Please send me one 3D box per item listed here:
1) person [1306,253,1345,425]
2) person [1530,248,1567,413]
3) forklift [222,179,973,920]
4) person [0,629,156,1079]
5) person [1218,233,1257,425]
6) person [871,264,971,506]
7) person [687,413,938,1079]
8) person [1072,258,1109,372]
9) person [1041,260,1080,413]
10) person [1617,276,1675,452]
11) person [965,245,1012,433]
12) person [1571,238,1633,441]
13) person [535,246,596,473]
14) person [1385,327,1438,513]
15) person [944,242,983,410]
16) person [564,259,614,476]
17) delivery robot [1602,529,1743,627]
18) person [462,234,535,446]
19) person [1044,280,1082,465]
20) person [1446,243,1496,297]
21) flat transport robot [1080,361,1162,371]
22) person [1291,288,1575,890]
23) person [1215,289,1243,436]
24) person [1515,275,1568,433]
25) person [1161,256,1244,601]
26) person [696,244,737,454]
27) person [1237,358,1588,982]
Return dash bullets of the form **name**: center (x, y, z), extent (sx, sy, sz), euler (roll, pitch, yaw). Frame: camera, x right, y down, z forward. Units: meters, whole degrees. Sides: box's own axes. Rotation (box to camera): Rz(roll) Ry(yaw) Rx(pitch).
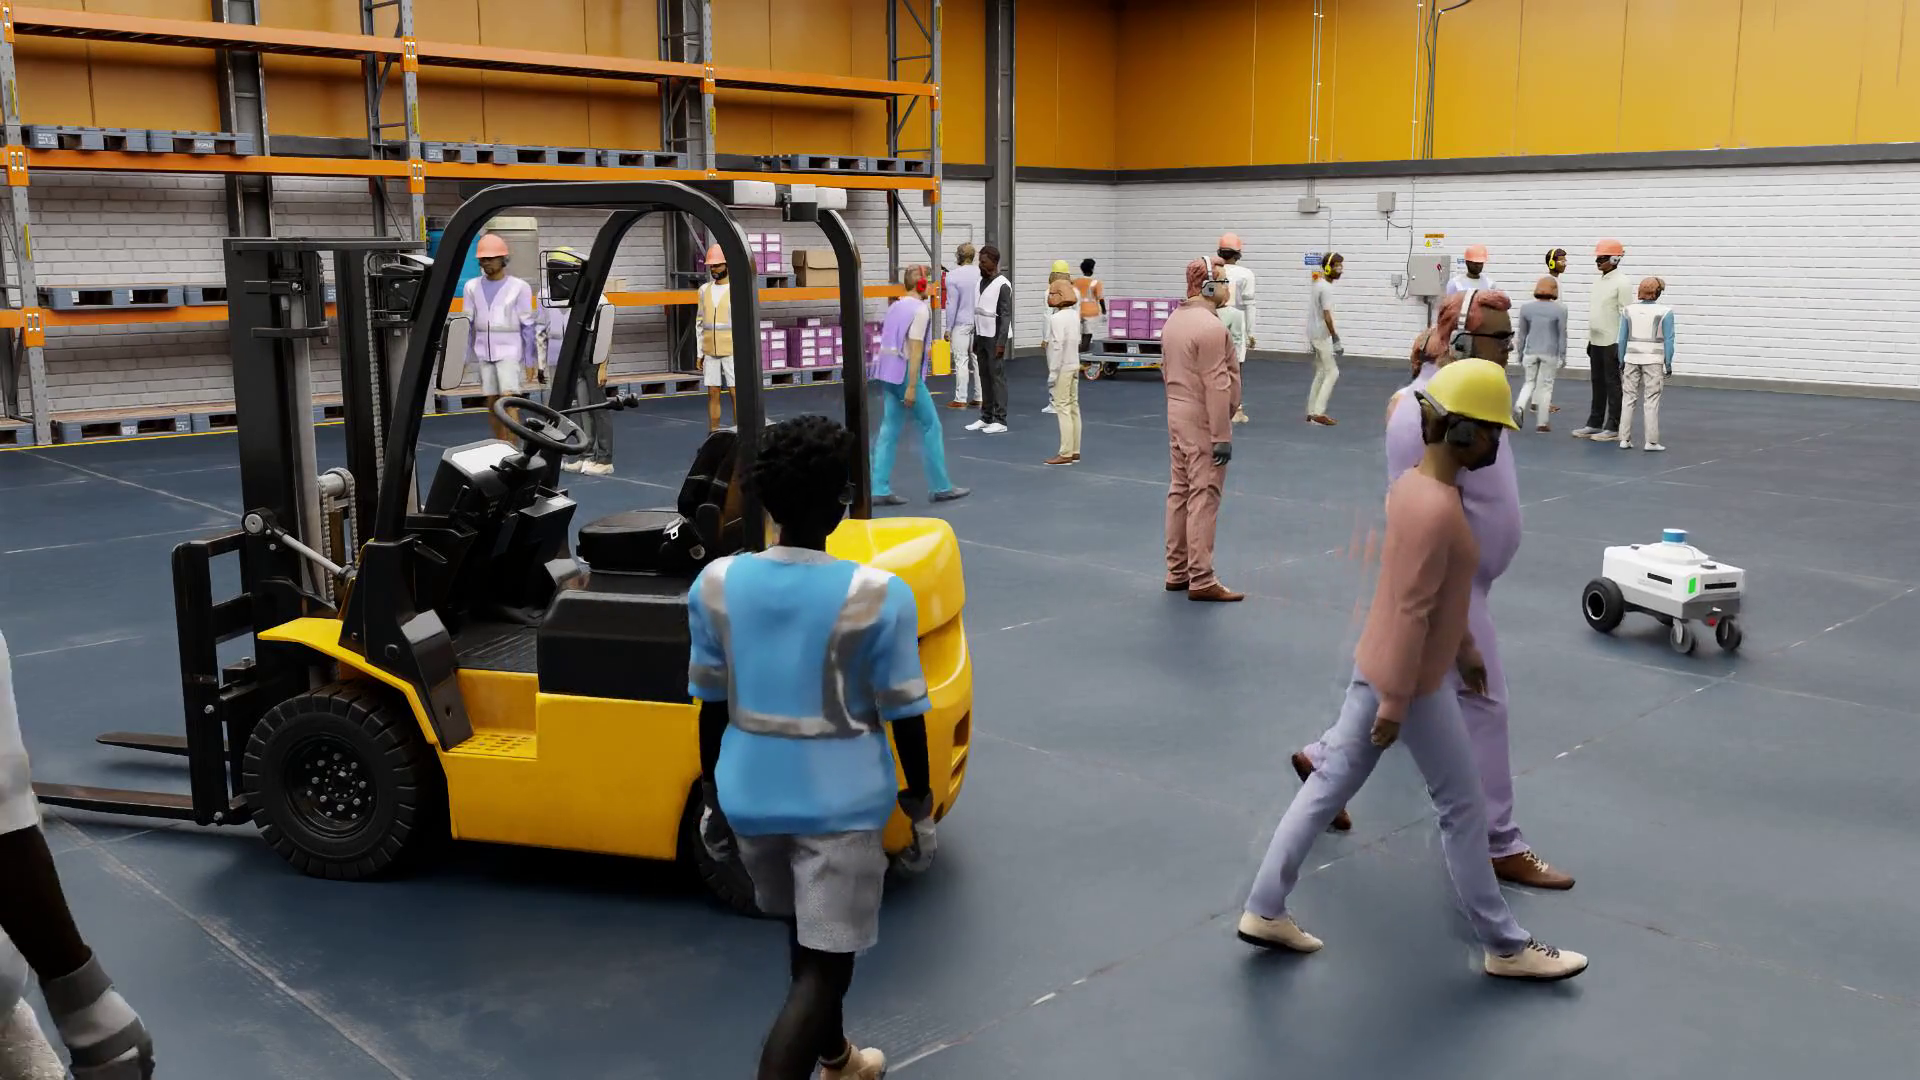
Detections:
- **person**: center (3.888, -2.129, 17.721), extent (0.400, 1.839, 0.529), euler (2, 11, 11)
- **person**: center (6.782, -2.403, 19.110), extent (0.335, 1.873, 0.521), euler (7, 12, 33)
- **forklift**: center (-1.114, -0.058, 5.440), extent (2.313, 2.155, 1.214), euler (2, 11, 13)
- **person**: center (-1.588, 0.637, 2.432), extent (0.616, 1.921, 1.023), euler (9, 14, 41)
- **person**: center (2.884, -2.257, 17.856), extent (0.623, 2.040, 0.393), euler (5, 12, 27)
- **person**: center (-0.316, -1.158, 12.503), extent (0.903, 1.796, 0.584), euler (-6, 12, -30)
- **person**: center (-0.336, 0.565, 3.501), extent (0.538, 1.662, 0.845), euler (5, 11, 24)
- **person**: center (1.974, -3.355, 24.856), extent (0.544, 1.675, 0.696), euler (9, 14, 42)
- **person**: center (1.137, -2.322, 19.014), extent (0.493, 1.743, 0.298), euler (-6, 12, -30)
- **person**: center (6.443, -1.651, 15.645), extent (0.311, 1.638, 0.522), euler (-10, 14, -42)
- **person**: center (0.323, -2.070, 17.164), extent (0.392, 1.921, 0.593), euler (-6, 12, -30)
- **person**: center (6.380, -1.976, 16.443), extent (0.393, 1.995, 0.612), euler (-2, 11, -9)
- **person**: center (-3.321, -1.520, 14.145), extent (0.594, 1.924, 0.381), euler (1, 10, 6)
- **person**: center (2.014, -0.101, 7.185), extent (0.515, 1.642, 0.314), euler (-8, 13, -37)
- **person**: center (0.079, -2.480, 19.346), extent (0.636, 1.939, 0.363), euler (-8, 13, -36)
- **person**: center (-3.153, -1.471, 14.094), extent (0.513, 1.846, 0.335), euler (10, 14, 44)
- **delivery robot**: center (3.554, 0.189, 8.314), extent (0.477, 0.478, 0.707), euler (-3, 11, -16)
- **person**: center (-3.936, -1.553, 14.075), extent (0.616, 2.045, 0.496), euler (2, 11, 13)
- **person**: center (0.911, -1.476, 14.704), extent (0.279, 1.632, 0.502), euler (5, 12, 27)
- **person**: center (5.394, -2.153, 17.573), extent (0.551, 1.932, 0.378), euler (-2, 11, -9)
- **flat transport robot**: center (2.392, -2.673, 24.951), extent (1.431, 0.197, 0.652), euler (-5, 11, -24)
- **person**: center (1.527, 0.131, 5.311), extent (0.914, 1.868, 0.657), euler (6, 12, 28)
- **person**: center (2.392, -1.639, 15.592), extent (0.507, 1.631, 0.266), euler (7, 12, 32)
- **person**: center (5.924, -1.887, 16.989), extent (0.508, 1.623, 0.453), euler (9, 14, 40)
- **person**: center (1.359, -0.617, 9.275), extent (0.410, 1.909, 0.642), euler (-3, 11, -16)
- **person**: center (-2.193, -1.741, 15.317), extent (0.545, 1.938, 0.356), euler (4, 11, 19)
- **person**: center (1.221, 0.361, 4.500), extent (0.942, 1.702, 0.537), euler (1, 10, 6)
